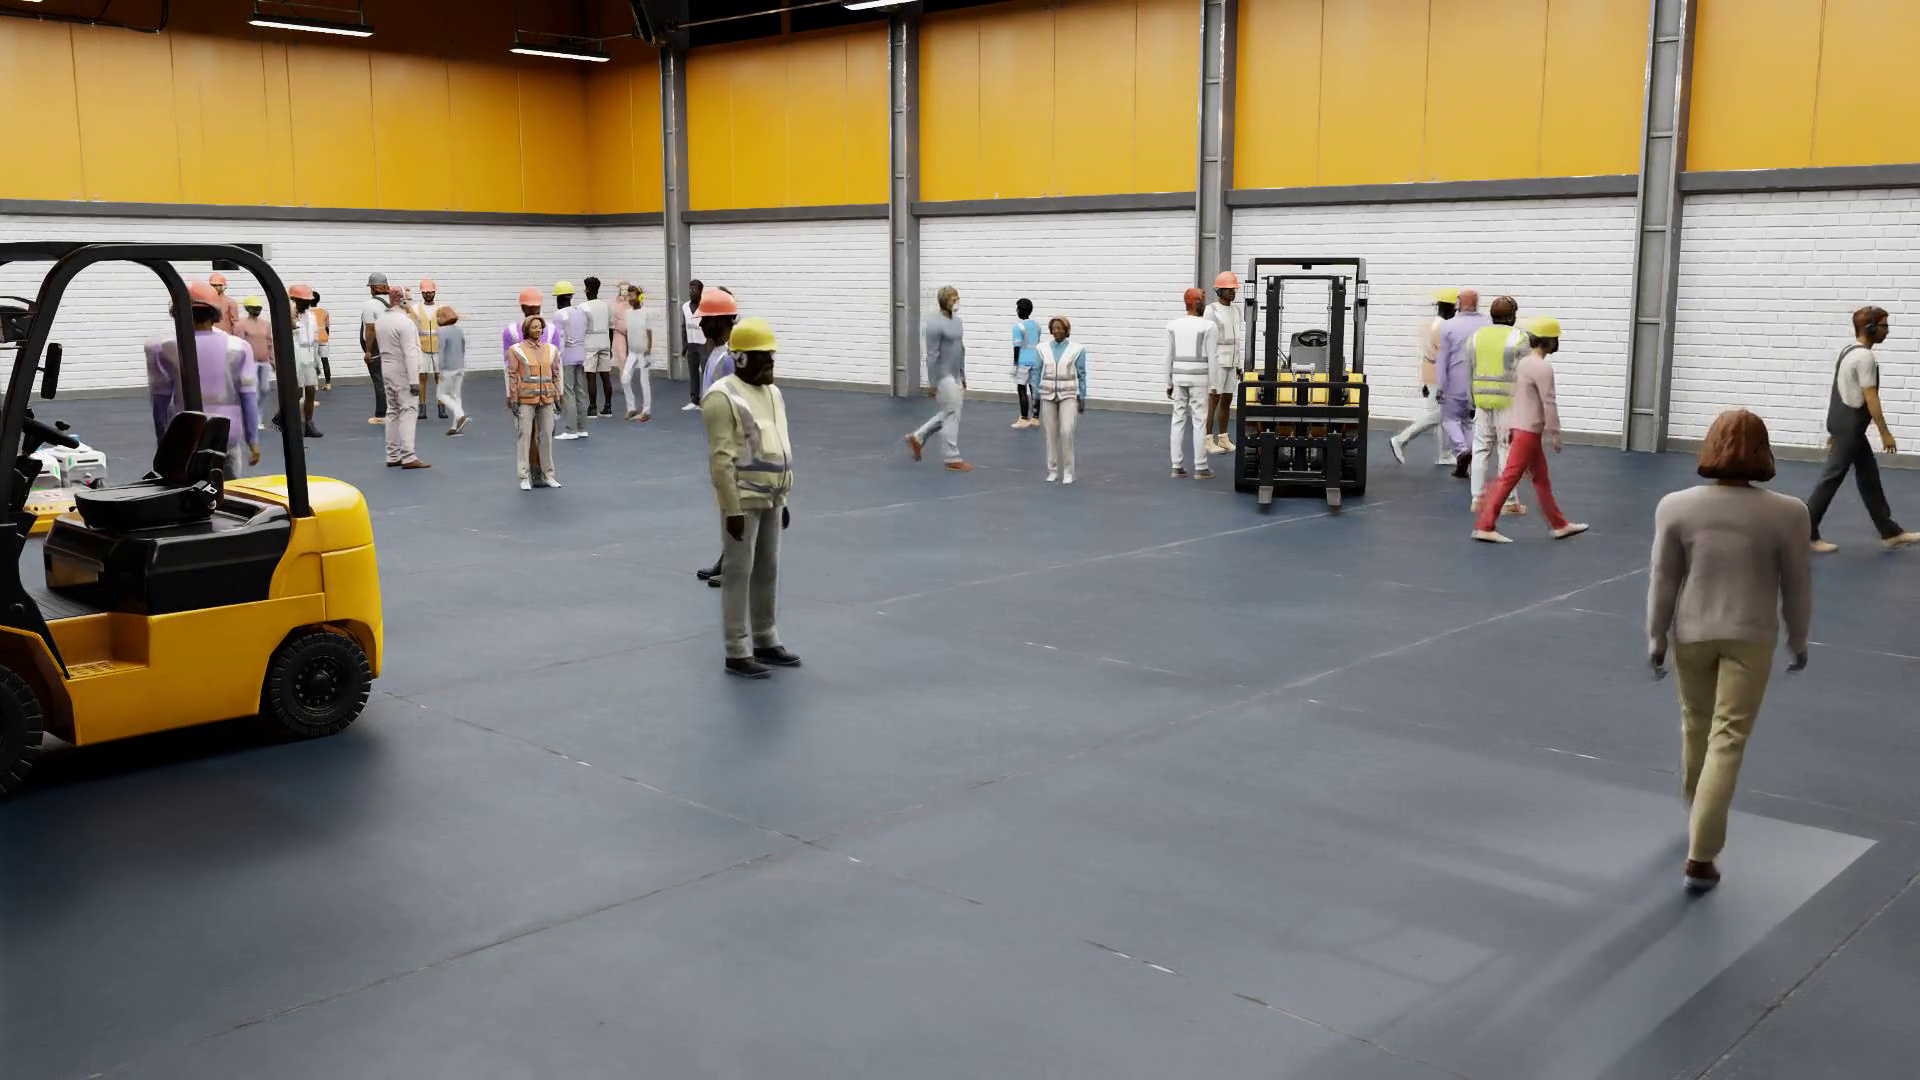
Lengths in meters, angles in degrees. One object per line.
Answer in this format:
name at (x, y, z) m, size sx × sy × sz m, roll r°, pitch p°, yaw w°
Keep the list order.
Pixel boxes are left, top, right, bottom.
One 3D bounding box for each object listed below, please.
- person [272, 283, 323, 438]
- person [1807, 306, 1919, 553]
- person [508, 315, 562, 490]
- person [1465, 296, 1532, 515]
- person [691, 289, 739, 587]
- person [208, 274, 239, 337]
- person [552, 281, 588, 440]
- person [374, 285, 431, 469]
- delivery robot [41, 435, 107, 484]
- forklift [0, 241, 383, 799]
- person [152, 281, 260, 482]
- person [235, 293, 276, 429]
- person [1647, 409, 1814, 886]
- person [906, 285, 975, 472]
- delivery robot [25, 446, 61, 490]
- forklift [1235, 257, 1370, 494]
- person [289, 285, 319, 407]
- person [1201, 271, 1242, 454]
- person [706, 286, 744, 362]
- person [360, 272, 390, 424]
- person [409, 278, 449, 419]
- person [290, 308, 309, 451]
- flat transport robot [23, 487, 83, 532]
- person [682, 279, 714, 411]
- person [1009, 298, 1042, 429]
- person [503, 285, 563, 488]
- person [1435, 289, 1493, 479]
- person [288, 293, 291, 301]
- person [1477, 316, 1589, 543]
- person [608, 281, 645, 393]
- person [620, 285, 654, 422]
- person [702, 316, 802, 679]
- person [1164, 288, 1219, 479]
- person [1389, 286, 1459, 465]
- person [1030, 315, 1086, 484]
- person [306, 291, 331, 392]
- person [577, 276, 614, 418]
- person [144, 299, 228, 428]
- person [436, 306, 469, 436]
person at (-8.126, -2.197, 20.389) m, size 0.619 × 1.911 × 0.584 m, roll 4°, pitch 10°, yaw 22°
person at (6.563, -0.776, 12.003) m, size 0.947 × 1.798 × 0.517 m, roll 4°, pitch 10°, yaw 21°
person at (-3.998, -1.294, 15.659) m, size 0.515 × 1.645 × 0.309 m, roll -8°, pitch 12°, yaw -39°
person at (4.572, -1.133, 14.065) m, size 0.429 × 1.846 × 0.625 m, roll -7°, pitch 12°, yaw -39°
person at (-1.557, -0.662, 10.885) m, size 0.359 × 1.936 × 0.552 m, roll -4°, pitch 10°, yaw -21°
person at (-11.214, -3.035, 25.250) m, size 0.622 × 1.997 × 0.372 m, roll 3°, pitch 10°, yaw 20°
person at (-4.765, -2.176, 20.203) m, size 0.382 × 1.924 × 0.594 m, roll 3°, pitch 10°, yaw 20°
person at (-5.792, -1.689, 17.307) m, size 0.641 × 1.900 × 0.404 m, roll 9°, pitch 13°, yaw 44°
delivery robot at (-8.087, -0.717, 15.167) m, size 0.707 × 0.478 × 0.477 m, roll 8°, pitch 12°, yaw 42°
forklift at (-3.706, -0.171, 7.093) m, size 1.214 × 2.155 × 2.313 m, roll 9°, pitch 13°, yaw 43°
person at (-5.027, -0.721, 11.100) m, size 0.629 × 1.986 × 1.040 m, roll -4°, pitch 10°, yaw -23°
person at (-9.180, -2.316, 21.651) m, size 0.447 × 1.786 × 0.537 m, roll 5°, pitch 11°, yaw 30°
person at (2.644, 0.349, 5.739) m, size 0.495 × 1.588 × 0.870 m, roll 8°, pitch 12°, yaw 39°
person at (-0.205, -1.664, 17.107) m, size 0.760 × 1.915 × 0.634 m, roll 4°, pitch 10°, yaw 23°
delivery robot at (-7.994, -0.591, 14.392) m, size 0.477 × 0.478 × 0.707 m, roll -5°, pitch 11°, yaw -30°
forklift at (3.309, -1.629, 16.029) m, size 1.214 × 2.155 × 2.313 m, roll 2°, pitch 9°, yaw 11°
person at (-9.950, -2.933, 25.107) m, size 0.429 × 1.844 × 0.625 m, roll -6°, pitch 11°, yaw -32°
person at (2.971, -1.984, 18.669) m, size 0.614 × 2.043 × 0.373 m, roll -8°, pitch 12°, yaw -42°
person at (-2.921, -2.249, 20.862) m, size 0.552 × 1.858 × 0.436 m, roll 2°, pitch 9°, yaw 10°
person at (-7.774, -2.575, 22.302) m, size 0.535 × 2.000 × 0.686 m, roll 4°, pitch 10°, yaw 25°
person at (-7.319, -2.638, 23.003) m, size 0.542 × 1.938 × 0.358 m, roll -4°, pitch 10°, yaw -21°
person at (-7.616, -1.826, 18.955) m, size 0.269 × 1.632 × 0.509 m, roll -2°, pitch 10°, yaw -15°
flat transport robot at (-7.360, -0.262, 13.531) m, size 0.652 × 0.197 × 1.431 m, roll -7°, pitch 12°, yaw -36°
person at (-3.812, -2.845, 24.340) m, size 0.596 × 1.914 × 0.373 m, roll 5°, pitch 11°, yaw 30°
person at (0.855, -2.286, 21.585) m, size 0.321 × 1.695 × 0.539 m, roll 8°, pitch 12°, yaw 40°
person at (-4.080, -1.473, 15.911) m, size 0.560 × 1.919 × 0.741 m, roll -4°, pitch 10°, yaw -24°
person at (4.978, -1.512, 16.299) m, size 0.649 × 1.880 × 0.571 m, roll -1°, pitch 9°, yaw -8°
person at (-10.685, -3.139, 26.738) m, size 0.496 × 1.723 × 0.675 m, roll -1°, pitch 9°, yaw -8°
person at (4.348, -0.819, 12.531) m, size 0.915 × 1.713 × 0.544 m, roll 0°, pitch 9°, yaw 2°
person at (-5.437, -3.307, 27.313) m, size 0.632 × 1.865 × 0.860 m, roll -5°, pitch 10°, yaw -28°
person at (-4.369, -2.504, 22.465) m, size 0.512 × 1.852 × 0.571 m, roll 4°, pitch 10°, yaw 23°
person at (-1.054, -0.221, 8.503) m, size 0.403 × 1.834 × 0.592 m, roll 5°, pitch 10°, yaw 26°
person at (2.291, -1.544, 16.465) m, size 0.575 × 1.881 × 0.356 m, roll 7°, pitch 11°, yaw 35°
person at (4.946, -1.709, 17.429) m, size 0.761 × 1.897 × 0.578 m, roll 2°, pitch 9°, yaw 10°
person at (0.947, -1.359, 16.113) m, size 0.528 × 1.632 × 0.403 m, roll 3°, pitch 10°, yaw 17°
person at (-10.901, -3.358, 28.154) m, size 0.319 × 1.697 × 0.532 m, roll 6°, pitch 11°, yaw 34°
person at (-5.081, -2.675, 23.139) m, size 0.368 × 1.966 × 0.603 m, roll 8°, pitch 12°, yaw 40°
person at (-5.963, -0.989, 12.951) m, size 0.640 × 1.920 × 0.423 m, roll -5°, pitch 10°, yaw -27°
person at (-6.276, -2.085, 20.585) m, size 0.425 × 1.609 × 0.539 m, roll 3°, pitch 10°, yaw 20°
